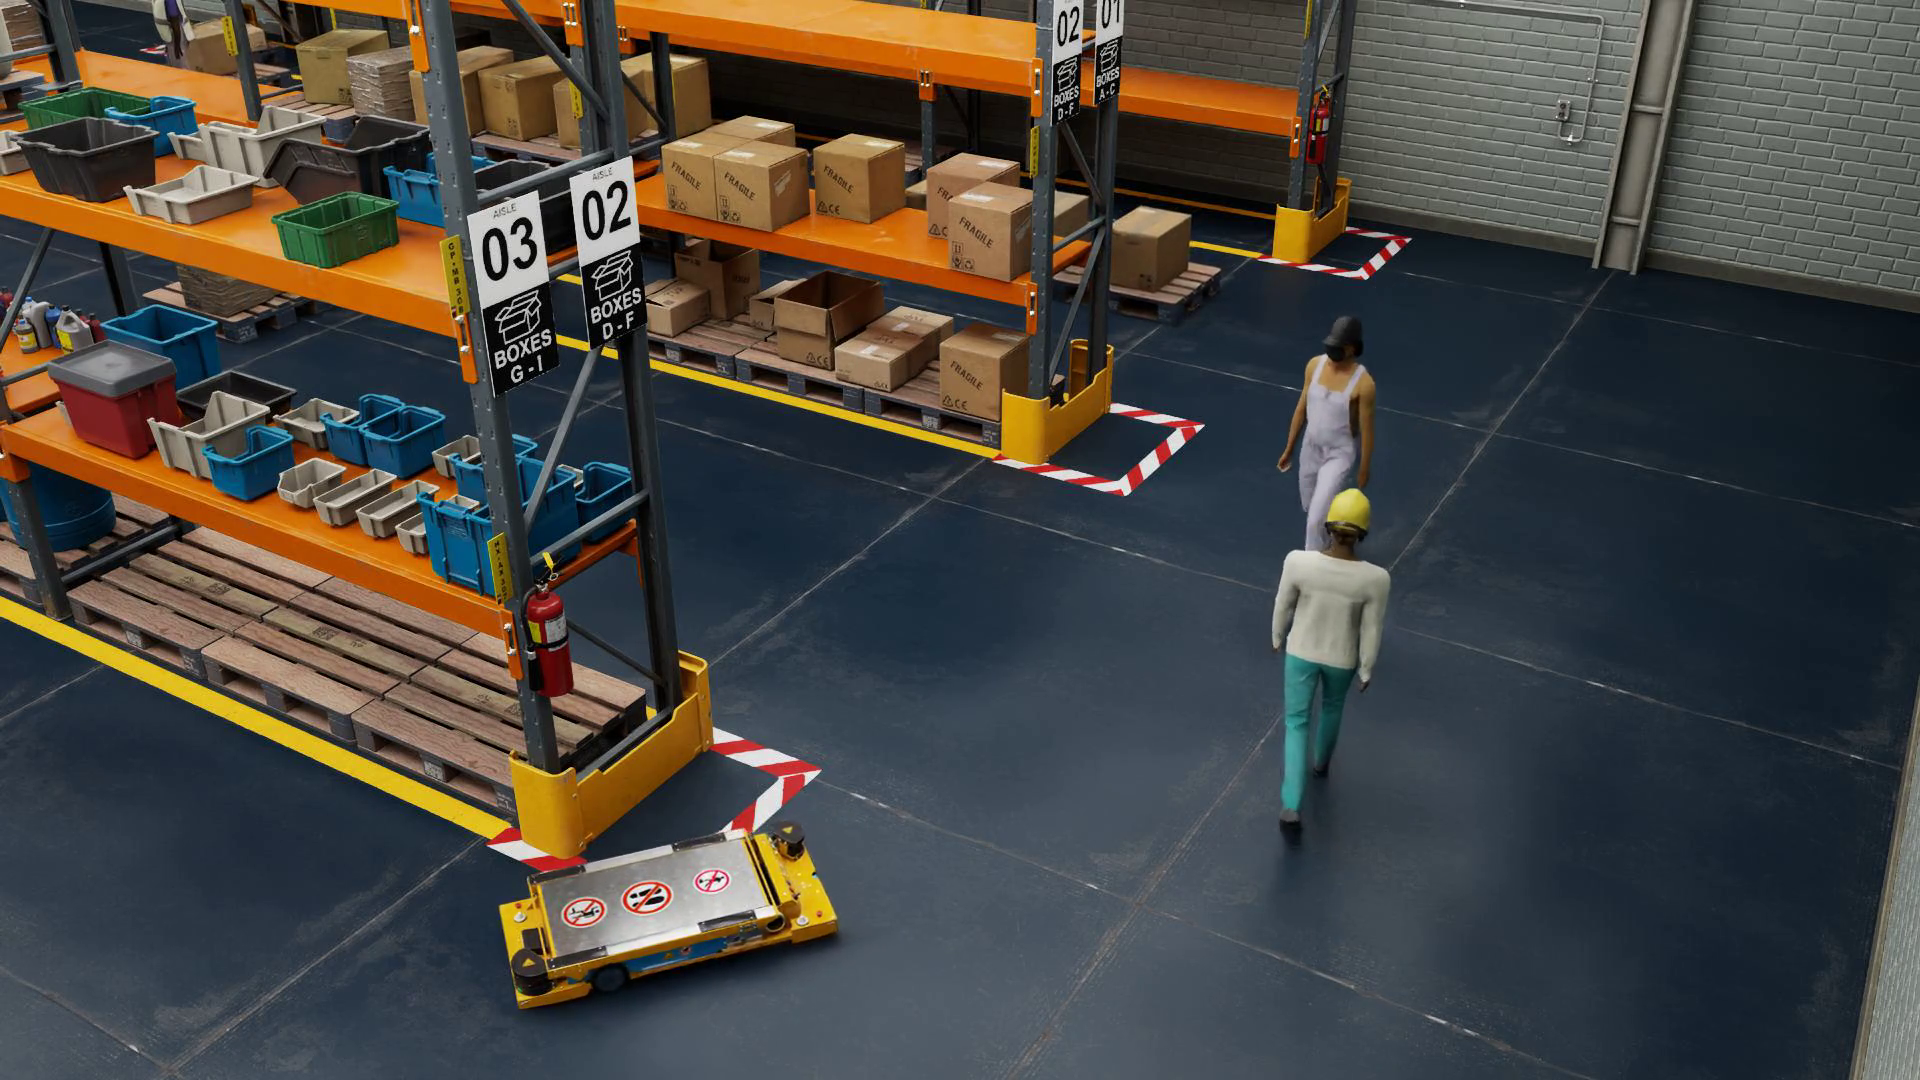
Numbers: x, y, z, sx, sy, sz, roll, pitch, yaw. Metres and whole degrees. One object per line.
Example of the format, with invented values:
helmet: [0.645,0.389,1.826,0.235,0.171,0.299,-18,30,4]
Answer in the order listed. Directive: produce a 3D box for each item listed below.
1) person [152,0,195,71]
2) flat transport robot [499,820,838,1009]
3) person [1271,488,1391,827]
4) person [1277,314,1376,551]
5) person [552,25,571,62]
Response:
person: [-9.202,-5.847,19.524,0.392,1.833,0.564,-18,34,-30]
flat transport robot: [-1.339,1.692,7.598,1.431,0.231,0.659,-10,31,-18]
person: [1.775,0.577,8.115,0.528,1.729,0.870,7,30,12]
person: [2.240,-0.532,9.985,0.843,1.828,0.510,-23,36,-35]
person: [-3.958,-4.468,17.190,0.545,1.687,0.323,20,35,32]
